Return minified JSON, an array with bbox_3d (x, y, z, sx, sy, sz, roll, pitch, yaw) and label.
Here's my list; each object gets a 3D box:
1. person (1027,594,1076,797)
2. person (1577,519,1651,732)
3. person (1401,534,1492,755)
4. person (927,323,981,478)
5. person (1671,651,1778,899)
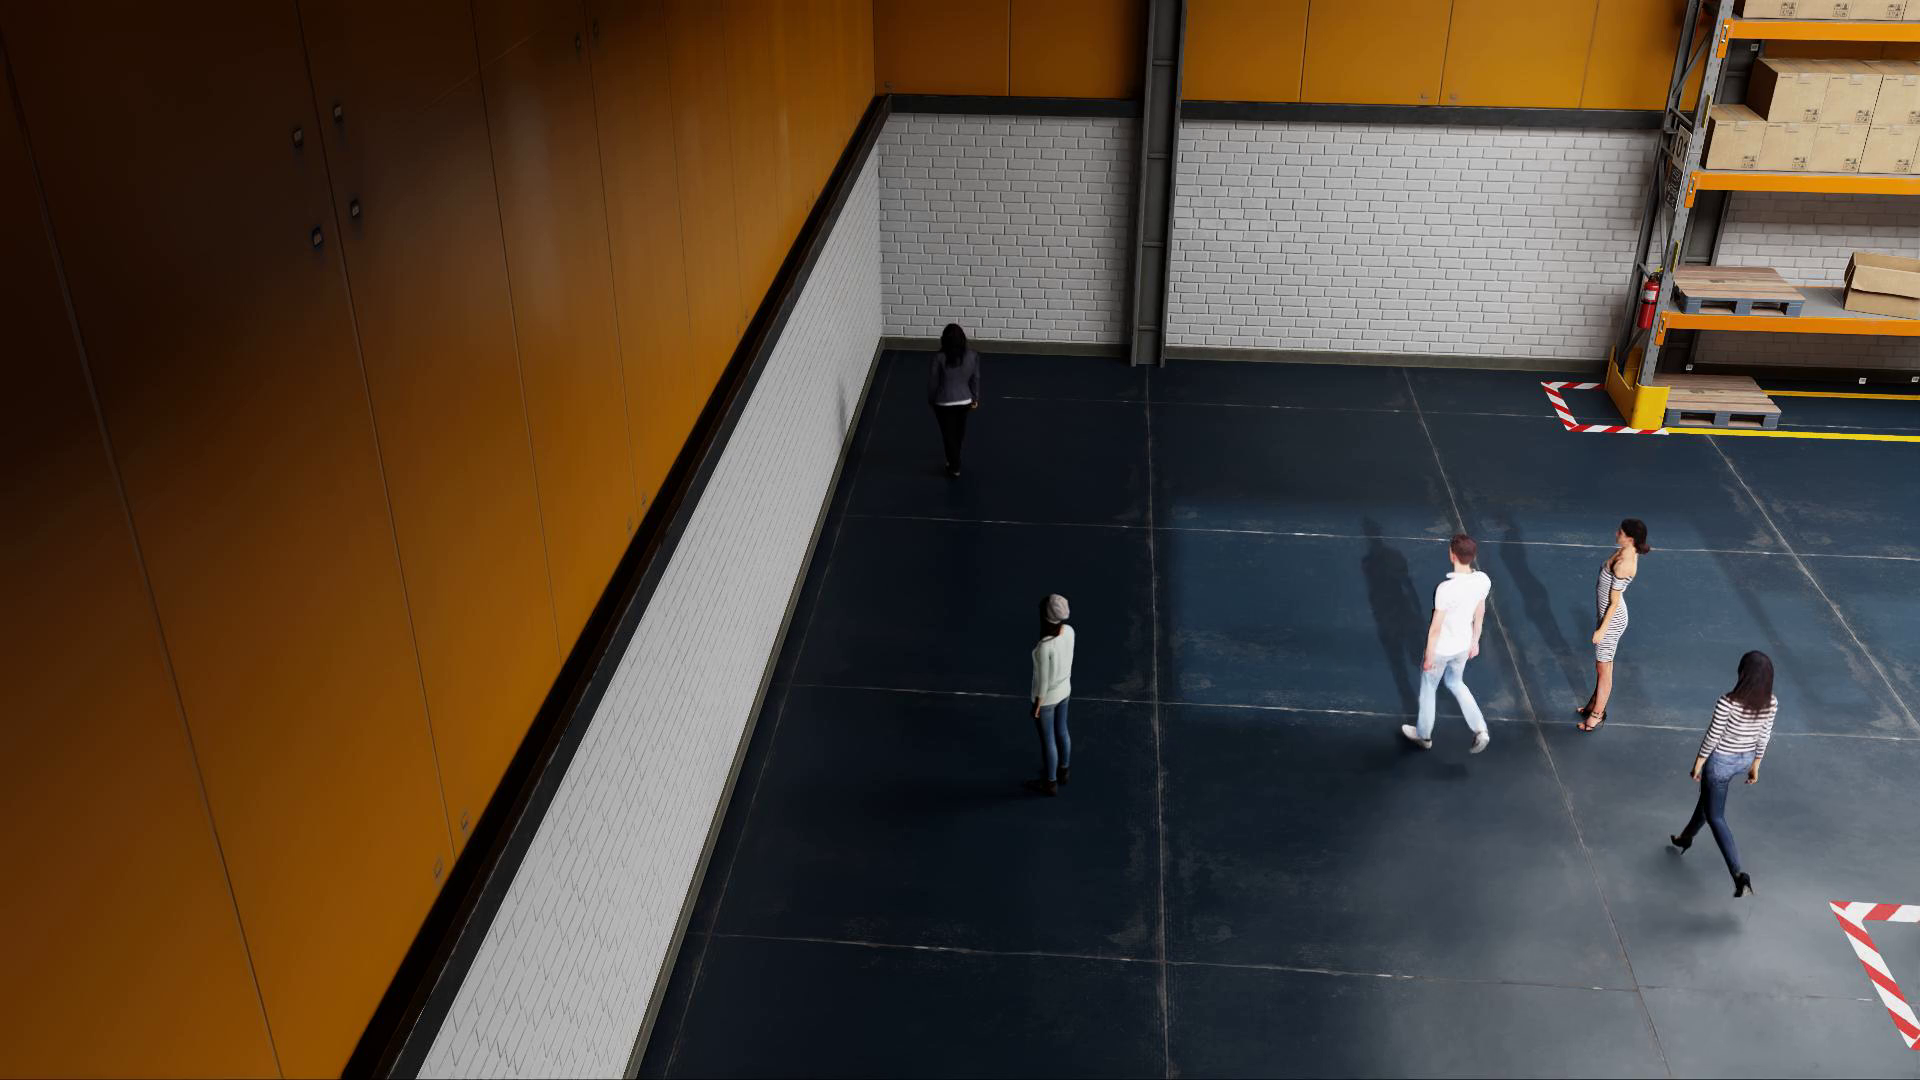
[{"bbox_3d":[0.666,1.110,12.090,0.652,1.644,0.641,20,35,32],"label":"person"},{"bbox_3d":[4.998,0.639,12.767,0.620,1.822,0.647,10,30,18],"label":"person"},{"bbox_3d":[3.707,0.839,12.386,1.015,1.836,1.021,-16,32,-27],"label":"person"},{"bbox_3d":[-0.051,-1.388,16.740,0.957,1.575,0.950,-12,31,-20],"label":"person"},{"bbox_3d":[5.157,1.584,11.099,1.107,1.759,0.889,-6,29,-11],"label":"person"}]
